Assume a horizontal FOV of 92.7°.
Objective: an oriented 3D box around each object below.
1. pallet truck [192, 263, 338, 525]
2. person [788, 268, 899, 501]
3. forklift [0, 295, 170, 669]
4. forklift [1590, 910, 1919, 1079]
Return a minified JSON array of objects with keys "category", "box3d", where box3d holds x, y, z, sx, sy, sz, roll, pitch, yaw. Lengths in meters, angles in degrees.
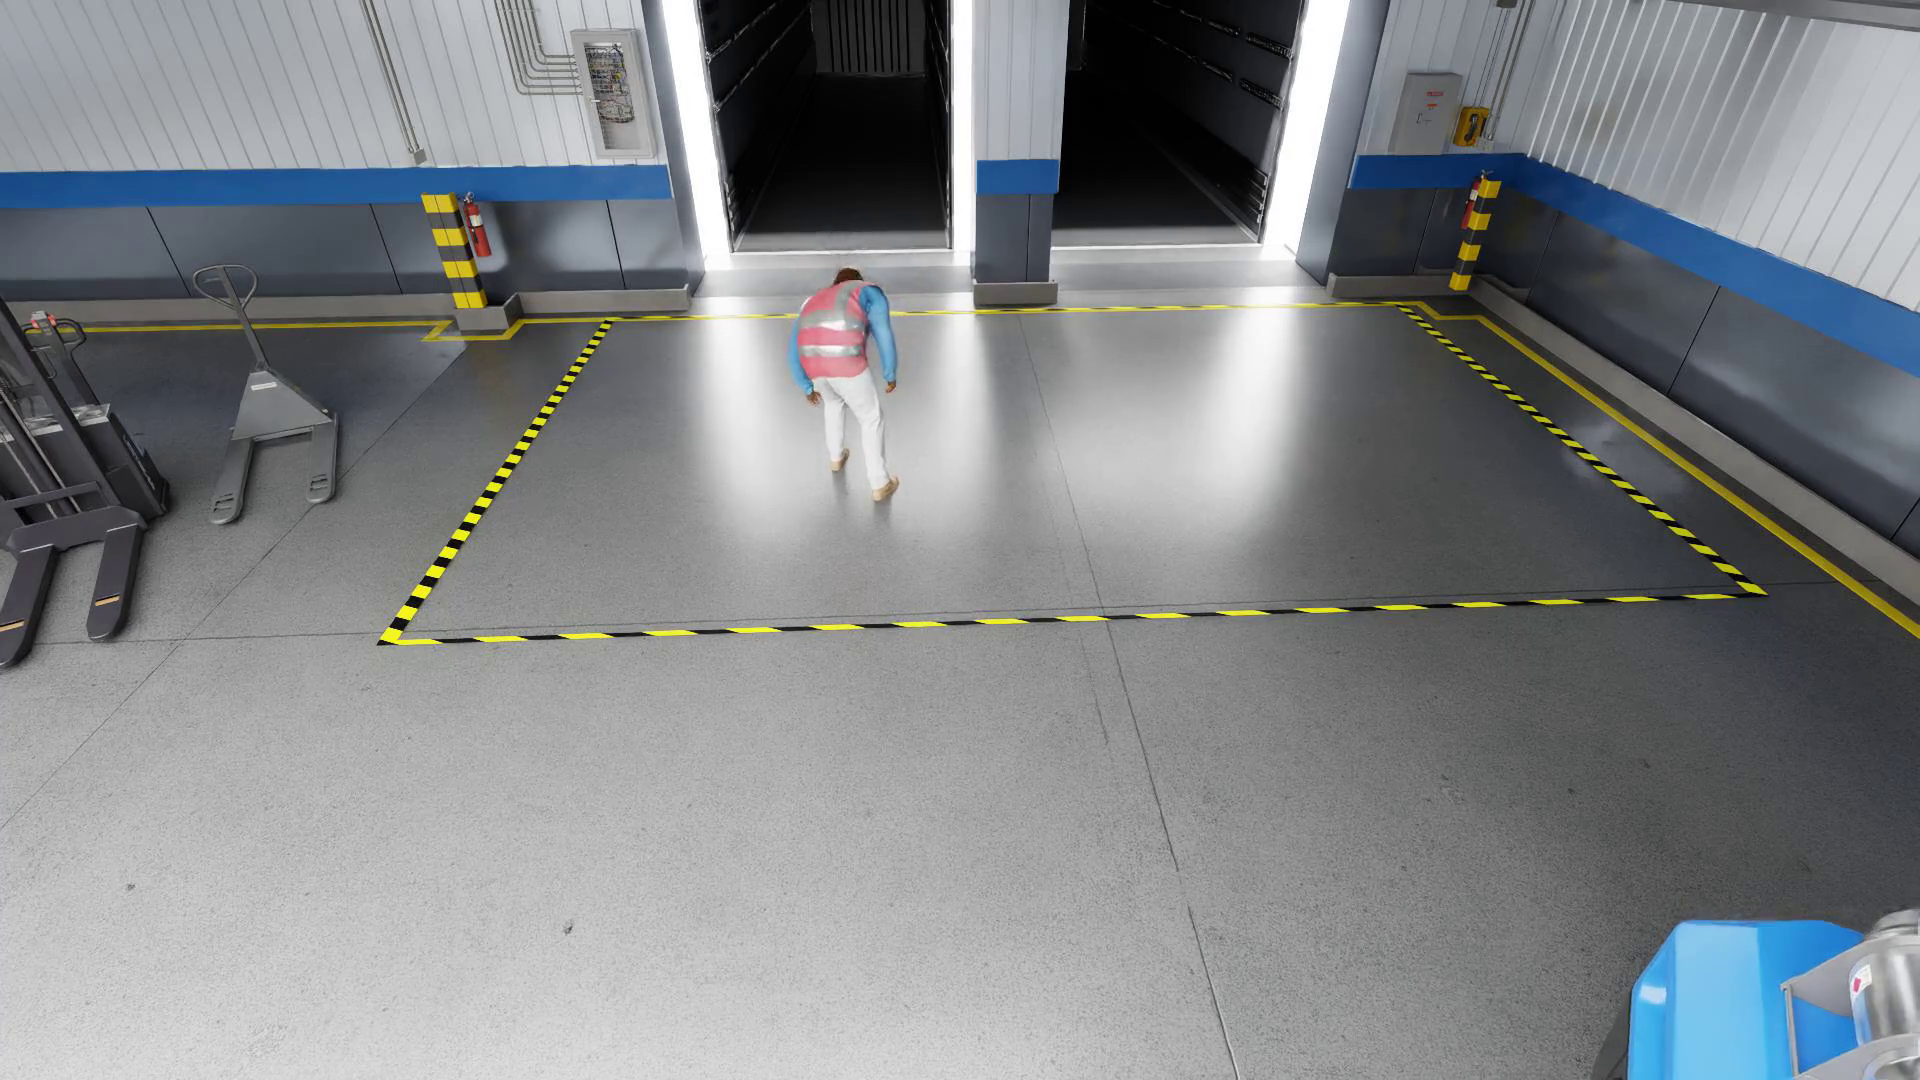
[{"category":"pallet truck","box3d":[-4.778,-1.027,6.128,0.680,1.201,1.601,-17,38,-23]},{"category":"person","box3d":[-0.736,-1.068,6.147,0.932,1.323,0.835,21,40,28]},{"category":"forklift","box3d":[-5.212,-0.618,4.878,0.823,1.965,1.885,-20,39,-26]},{"category":"forklift","box3d":[2.912,1.476,1.559,2.680,2.036,1.157,20,40,27]}]
